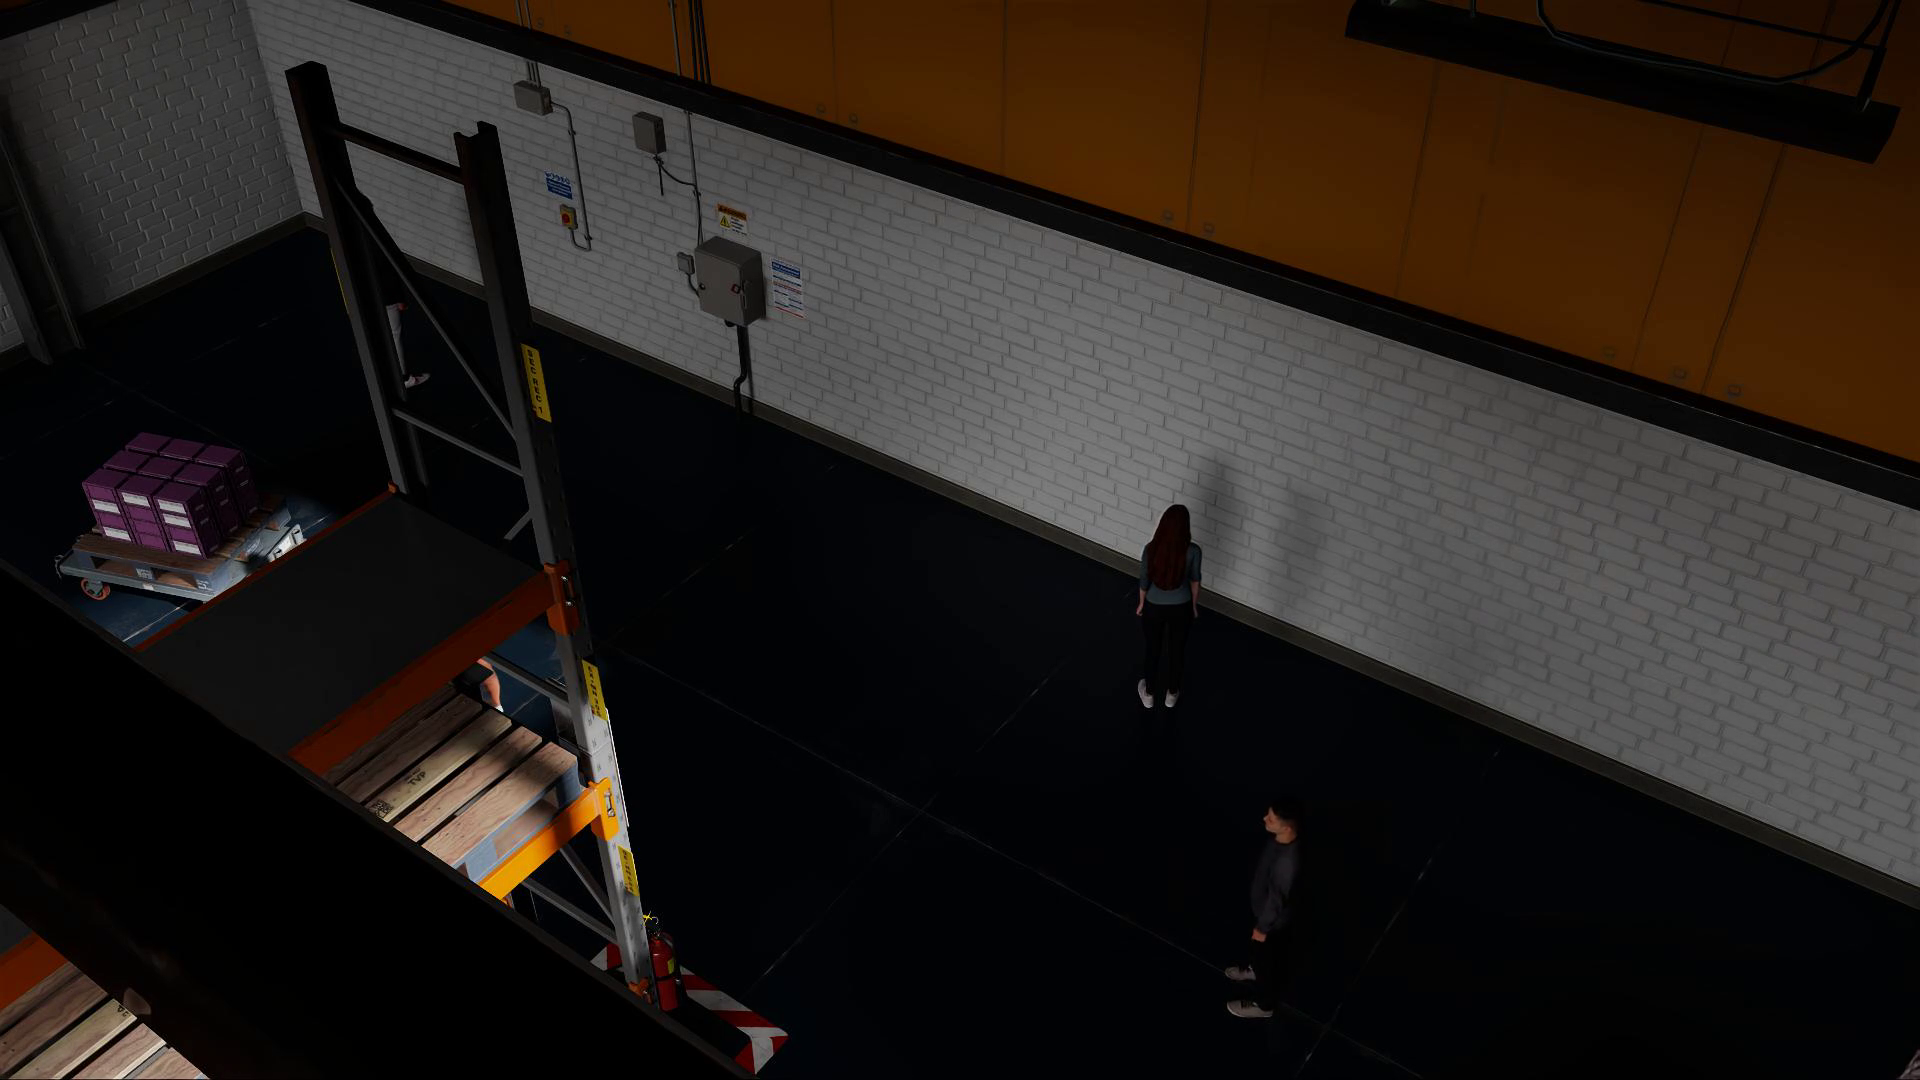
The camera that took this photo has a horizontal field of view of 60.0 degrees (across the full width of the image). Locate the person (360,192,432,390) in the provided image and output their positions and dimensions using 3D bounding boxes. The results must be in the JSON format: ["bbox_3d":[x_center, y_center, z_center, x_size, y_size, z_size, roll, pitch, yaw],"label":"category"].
[{"bbox_3d":[-5.177,-2.252,14.810,0.710,1.950,0.601,27,46,29],"label":"person"}]

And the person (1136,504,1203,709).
[{"bbox_3d":[1.444,0.474,11.562,0.673,1.743,0.691,3,39,4],"label":"person"}]

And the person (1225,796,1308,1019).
[{"bbox_3d":[1.812,2.093,9.525,0.768,1.757,0.638,8,39,10],"label":"person"}]
